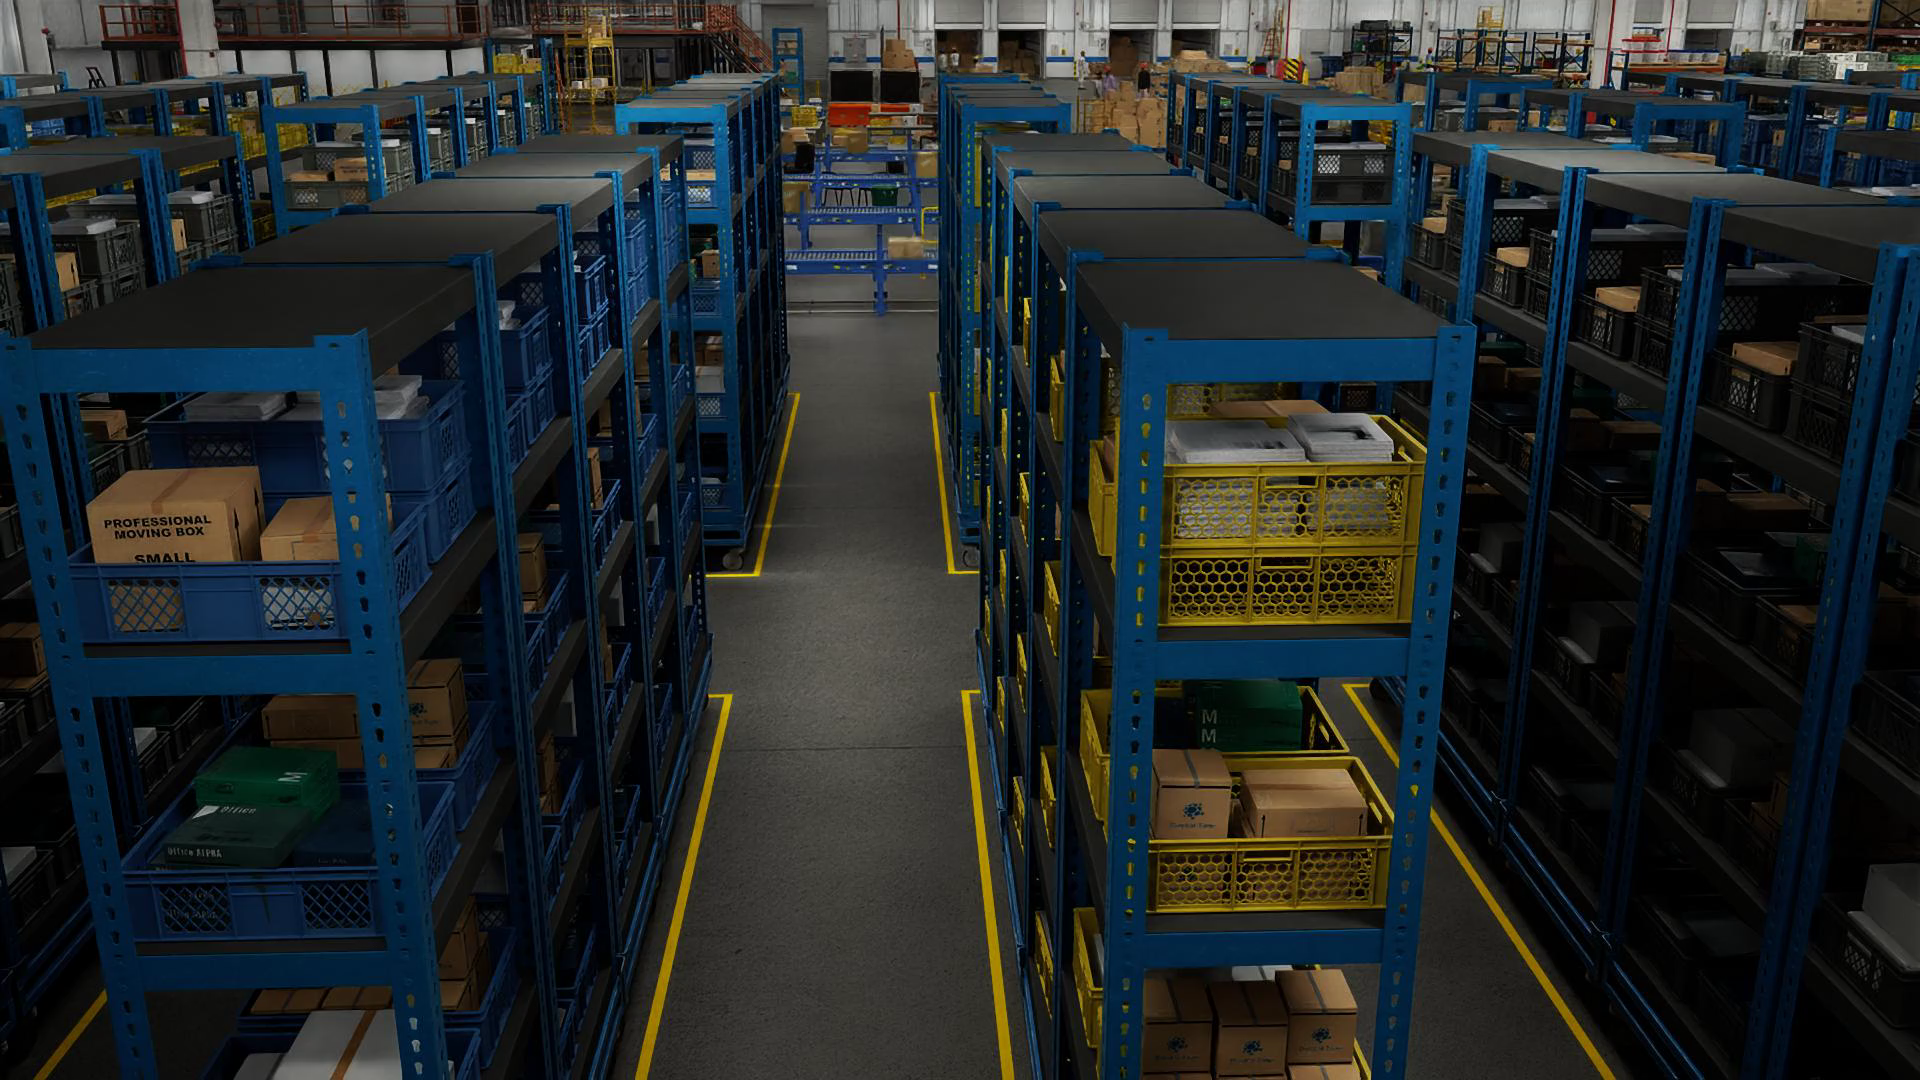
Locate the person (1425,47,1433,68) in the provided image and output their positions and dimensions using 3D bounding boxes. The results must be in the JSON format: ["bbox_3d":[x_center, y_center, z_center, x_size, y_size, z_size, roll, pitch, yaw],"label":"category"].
[{"bbox_3d":[26.040,-26.385,92.434,0.374,1.930,0.542,-1,18,-3],"label":"person"}]

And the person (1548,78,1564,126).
[{"bbox_3d":[20.234,-14.742,56.533,0.672,1.849,0.530,7,19,20],"label":"person"}]

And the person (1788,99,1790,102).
[{"bbox_3d":[33.669,-18.249,67.250,0.929,1.923,0.643,10,20,28],"label":"person"}]

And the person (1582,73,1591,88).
[{"bbox_3d":[24.291,-17.214,64.432,0.321,1.694,0.529,-7,19,-21],"label":"person"}]

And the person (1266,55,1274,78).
[{"bbox_3d":[15.590,-23.353,83.236,0.654,1.821,0.646,2,18,6],"label":"person"}]

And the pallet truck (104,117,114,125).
[{"bbox_3d":[-18.367,-7.885,35.078,1.885,1.965,0.823,1,18,2],"label":"pallet truck"}]

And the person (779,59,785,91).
[{"bbox_3d":[-8.697,-22.744,81.319,0.430,1.839,0.619,-7,19,-21],"label":"person"}]

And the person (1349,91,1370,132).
[{"bbox_3d":[11.893,-12.474,49.598,0.600,1.807,0.830,0,18,-1],"label":"person"}]

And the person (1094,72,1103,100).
[{"bbox_3d":[5.280,-16.654,62.493,0.898,1.827,0.498,12,22,34],"label":"person"}]

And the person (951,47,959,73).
[{"bbox_3d":[-0.304,-26.565,92.978,0.548,1.938,0.358,-14,23,-38],"label":"person"}]

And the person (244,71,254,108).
[{"bbox_3d":[-26.973,-16.799,62.921,0.962,1.834,0.592,-1,18,-3],"label":"person"}]

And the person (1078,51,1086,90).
[{"bbox_3d":[6.246,-24.048,85.187,0.370,1.941,0.627,-7,19,-20],"label":"person"}]

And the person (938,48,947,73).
[{"bbox_3d":[-0.930,-25.889,90.904,0.532,1.933,0.609,14,23,38],"label":"person"}]

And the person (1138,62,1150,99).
[{"bbox_3d":[7.476,-18.421,67.721,0.427,1.982,0.629,-14,23,-37],"label":"person"}]

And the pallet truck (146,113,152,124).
[{"bbox_3d":[-18.087,-8.309,36.390,1.885,1.965,0.823,-1,18,-4],"label":"pallet truck"}]

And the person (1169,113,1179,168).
[{"bbox_3d":[5.131,-9.360,40.012,0.319,1.769,0.523,-3,18,-8],"label":"person"}]

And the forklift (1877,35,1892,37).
[{"bbox_3d":[44.168,-22.919,80.186,1.129,2.768,1.873,-1,18,-2],"label":"forklift"}]

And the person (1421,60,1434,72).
[{"bbox_3d":[20.464,-20.047,72.849,0.581,1.919,0.395,-5,19,-16],"label":"person"}]

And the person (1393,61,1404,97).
[{"bbox_3d":[20.812,-21.839,78.781,0.552,1.672,0.667,-4,18,-13],"label":"person"}]

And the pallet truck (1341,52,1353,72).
[{"bbox_3d":[18.794,-23.123,82.231,0.823,1.965,1.885,-13,22,-35],"label":"pallet truck"}]

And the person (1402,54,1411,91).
[{"bbox_3d":[22.433,-23.479,83.619,0.518,1.828,0.789,-11,21,-30],"label":"person"}]

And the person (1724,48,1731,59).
[{"bbox_3d":[41.551,-25.691,90.271,0.356,1.938,0.638,0,18,0],"label":"person"}]

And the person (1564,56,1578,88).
[{"bbox_3d":[28.182,-21.382,76.942,0.634,1.936,0.351,7,19,20],"label":"person"}]

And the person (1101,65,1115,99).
[{"bbox_3d":[5.612,-17.000,63.248,0.512,2.026,0.608,-11,21,-30],"label":"person"}]

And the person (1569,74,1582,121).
[{"bbox_3d":[21.352,-15.225,57.879,0.354,1.942,0.545,-11,21,-30],"label":"person"}]

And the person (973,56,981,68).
[{"bbox_3d":[0.932,-22.282,79.863,1.023,1.864,0.643,4,18,12],"label":"person"}]
